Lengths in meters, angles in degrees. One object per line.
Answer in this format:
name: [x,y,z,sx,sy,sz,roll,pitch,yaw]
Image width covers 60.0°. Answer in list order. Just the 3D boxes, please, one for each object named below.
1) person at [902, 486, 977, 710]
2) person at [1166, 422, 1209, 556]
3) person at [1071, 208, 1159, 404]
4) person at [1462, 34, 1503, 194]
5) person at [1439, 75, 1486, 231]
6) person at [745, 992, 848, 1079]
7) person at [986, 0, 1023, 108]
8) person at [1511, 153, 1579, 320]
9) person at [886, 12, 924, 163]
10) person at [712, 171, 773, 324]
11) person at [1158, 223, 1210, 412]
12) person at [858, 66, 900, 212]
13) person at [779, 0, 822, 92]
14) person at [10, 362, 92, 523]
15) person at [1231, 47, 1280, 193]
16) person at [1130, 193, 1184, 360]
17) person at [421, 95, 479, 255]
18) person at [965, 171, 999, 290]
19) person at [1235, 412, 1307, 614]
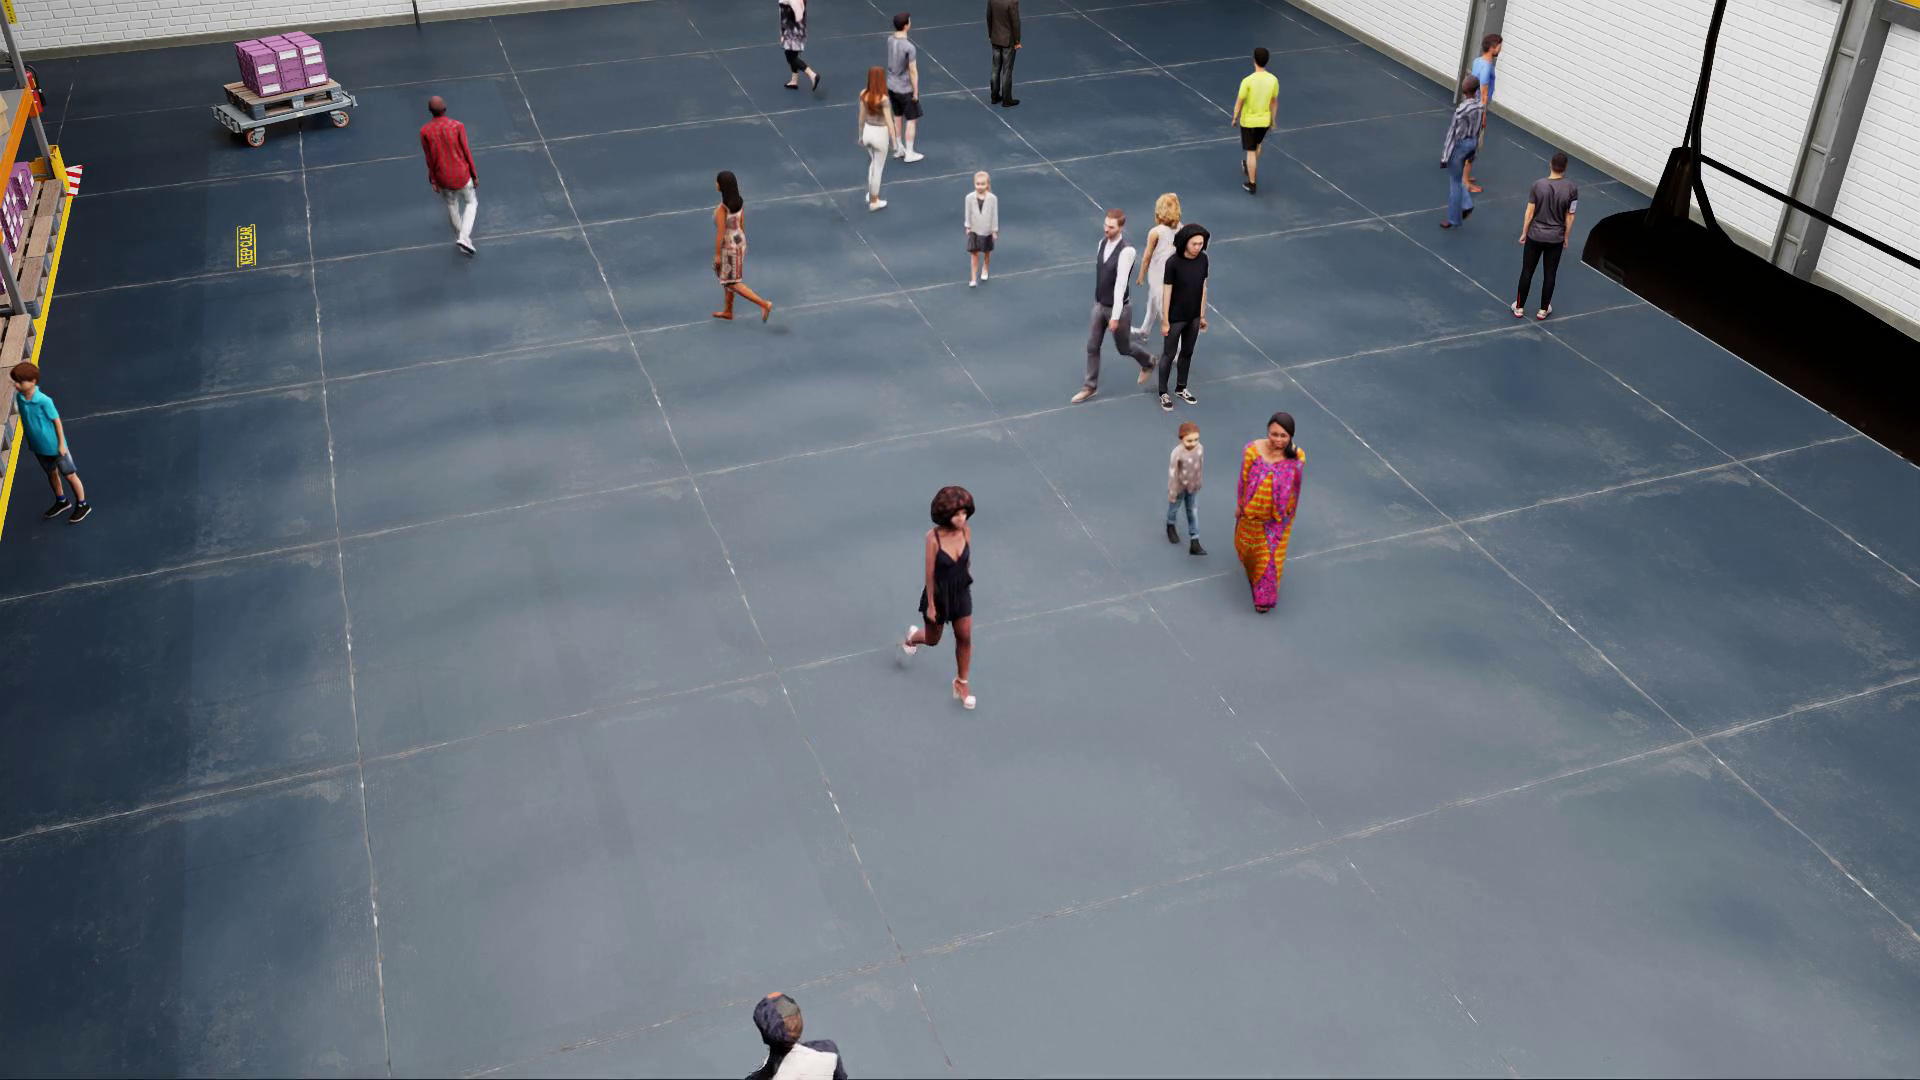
person: [-0.143,0.378,11.802,0.676,1.765,1.026,-19,38,-26]
person: [1.812,-0.464,13.611,0.512,1.164,0.794,-10,35,-15]
person: [1.510,-2.200,15.543,0.890,1.918,1.144,-20,39,-27]
person: [6.226,-5.171,20.060,0.788,1.865,0.641,1,34,1]
person: [5.785,-4.363,18.915,0.788,1.787,0.763,28,42,35]
person: [-0.692,2.952,7.840,0.808,1.865,0.969,-19,38,-27]
person: [0.591,-6.823,22.606,0.667,1.799,0.817,25,41,33]
person: [6.005,-3.117,17.061,0.723,1.764,0.756,10,35,15]
person: [-0.775,-5.668,20.808,0.829,1.865,0.702,-23,40,-31]
person: [-2.255,-2.938,16.913,1.041,1.631,1.021,11,35,16]
person: [2.074,-2.113,15.491,0.655,1.831,0.552,-15,37,-22]
person: [-1.040,-4.654,19.418,0.679,1.714,0.780,22,40,30]
person: [-2.233,-6.981,23.007,1.043,1.617,0.948,19,38,26]
person: [-7.631,-0.841,13.922,0.601,1.448,0.646,10,35,15]
person: [3.584,-5.017,19.998,0.742,1.678,1.026,-7,34,-10]
person: [2.038,-2.543,16.322,0.853,1.628,1.175,-25,41,-33]
person: [-5.598,-3.987,18.327,0.814,1.811,0.947,-2,34,-2]
person: [0.244,-3.365,17.901,0.740,1.248,0.913,3,34,4]
person: [2.383,-0.284,12.893,0.947,1.660,1.088,6,34,9]
